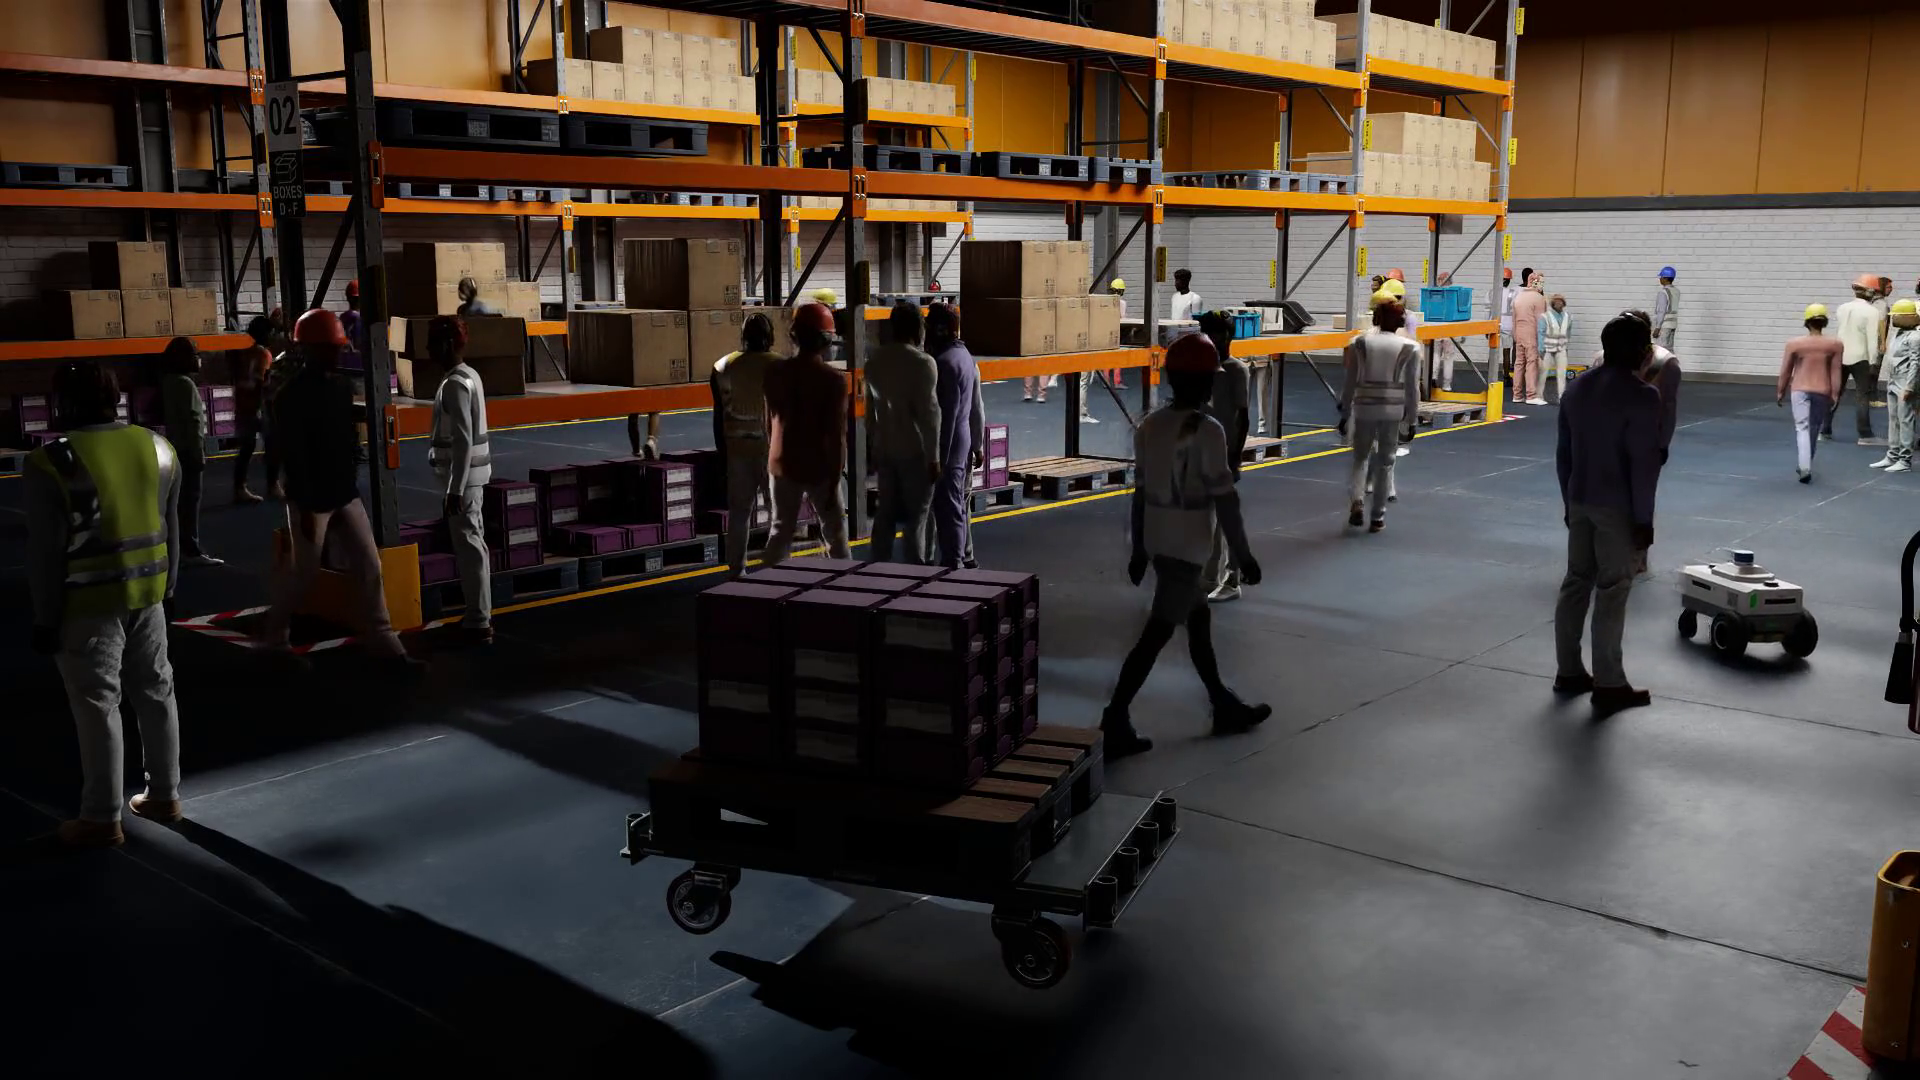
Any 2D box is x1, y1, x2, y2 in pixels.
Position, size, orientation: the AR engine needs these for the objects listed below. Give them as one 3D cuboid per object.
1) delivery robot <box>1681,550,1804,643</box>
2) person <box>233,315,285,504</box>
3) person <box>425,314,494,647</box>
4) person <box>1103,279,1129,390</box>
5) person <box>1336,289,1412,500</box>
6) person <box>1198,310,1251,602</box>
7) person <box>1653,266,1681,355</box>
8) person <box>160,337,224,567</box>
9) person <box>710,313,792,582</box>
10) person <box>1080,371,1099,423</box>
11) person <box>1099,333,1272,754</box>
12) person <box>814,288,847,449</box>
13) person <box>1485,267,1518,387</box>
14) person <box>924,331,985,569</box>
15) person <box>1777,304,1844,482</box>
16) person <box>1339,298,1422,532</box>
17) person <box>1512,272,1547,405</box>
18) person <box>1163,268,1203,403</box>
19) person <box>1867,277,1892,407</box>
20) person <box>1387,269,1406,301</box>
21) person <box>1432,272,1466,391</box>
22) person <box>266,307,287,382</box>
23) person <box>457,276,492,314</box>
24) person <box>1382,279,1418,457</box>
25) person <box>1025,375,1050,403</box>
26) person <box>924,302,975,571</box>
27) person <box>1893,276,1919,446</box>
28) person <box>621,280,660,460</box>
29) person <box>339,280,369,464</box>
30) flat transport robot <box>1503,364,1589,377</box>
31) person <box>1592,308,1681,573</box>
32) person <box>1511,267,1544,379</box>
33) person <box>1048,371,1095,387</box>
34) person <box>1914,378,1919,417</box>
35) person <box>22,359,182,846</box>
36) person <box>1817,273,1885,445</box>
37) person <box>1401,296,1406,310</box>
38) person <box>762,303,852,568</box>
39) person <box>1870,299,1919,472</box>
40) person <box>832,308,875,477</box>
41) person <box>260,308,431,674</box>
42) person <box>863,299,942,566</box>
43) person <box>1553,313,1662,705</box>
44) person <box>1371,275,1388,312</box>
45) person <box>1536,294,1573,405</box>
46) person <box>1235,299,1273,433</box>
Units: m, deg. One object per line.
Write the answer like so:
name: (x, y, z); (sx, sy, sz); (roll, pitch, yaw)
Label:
delivery robot: (4.391, 0.301, 9.353); (0.477, 0.478, 0.707); (-2, 10, -8)
person: (-6.224, -1.148, 14.719); (0.552, 1.647, 0.604); (10, 14, 43)
person: (-2.842, -0.334, 9.459); (0.339, 1.879, 0.584); (-2, 10, -11)
person: (2.501, -3.285, 26.591); (0.320, 1.767, 0.534); (-7, 12, -36)
person: (3.762, -1.314, 15.029); (0.591, 1.891, 0.856); (-5, 11, -25)
person: (1.648, -0.534, 10.655); (0.327, 1.865, 0.517); (-4, 11, -22)
person: (11.668, -3.540, 27.518); (0.380, 1.951, 0.605); (10, 14, 44)
person: (-5.490, -0.626, 11.830); (0.270, 1.630, 0.507); (-9, 13, -41)
person: (-1.327, -0.580, 11.022); (0.622, 1.835, 0.430); (2, 10, 10)
person: (1.649, -2.329, 21.523); (0.278, 1.634, 0.498); (-1, 10, -4)
person: (1.007, 0.016, 7.494); (1.016, 1.885, 0.555); (-4, 11, -24)
person: (-1.457, -1.891, 18.526); (0.488, 1.815, 0.596); (-8, 13, -38)
person: (8.821, -3.456, 27.077); (0.542, 1.939, 0.368); (7, 12, 36)
person: (-0.110, -0.675, 11.538); (0.589, 1.834, 0.403); (2, 10, 13)
person: (8.265, -1.429, 16.182); (0.533, 1.718, 0.954); (3, 10, 17)
person: (3.345, -0.990, 13.252); (0.619, 1.862, 0.463); (4, 11, 22)
person: (8.271, -2.910, 24.072); (0.401, 1.904, 0.640); (-3, 10, -17)
person: (3.234, -2.934, 24.036); (0.372, 1.961, 0.601); (-6, 12, -32)
person: (13.046, -2.812, 23.674); (0.334, 1.845, 0.513); (1, 10, 5)
person: (6.687, -3.230, 25.822); (0.385, 1.928, 0.547); (-3, 10, -16)
person: (7.654, -3.284, 26.244); (0.684, 1.881, 0.422); (5, 11, 24)
person: (-7.277, -1.688, 17.903); (0.494, 1.625, 0.283); (6, 12, 32)
person: (-5.701, -2.118, 19.495); (0.638, 1.922, 0.442); (8, 13, 39)
person: (4.691, -1.866, 18.076); (0.394, 1.919, 0.589); (-5, 11, -27)
person: (1.198, -2.948, 24.414); (0.678, 1.855, 0.702); (-1, 10, -6)
person: (-0.119, -0.583, 10.810); (0.409, 1.908, 0.642); (1, 10, 6)
person: (10.680, -1.980, 18.436); (0.645, 2.017, 0.642); (4, 11, 21)
person: (-3.200, -1.667, 16.637); (0.626, 2.022, 0.809); (-2, 10, -12)
person: (-6.306, -1.760, 17.475); (0.396, 1.925, 0.546); (-8, 13, -38)
flat transport robot: (10.217, -2.941, 28.888); (1.431, 0.197, 0.652); (2, 10, 11)
person: (4.663, -0.698, 11.647); (0.631, 1.842, 0.429); (10, 14, 43)
person: (9.726, -3.720, 28.628); (0.593, 1.922, 0.391); (5, 11, 29)
person: (1.802, -3.405, 27.126); (0.815, 1.837, 0.528); (-7, 12, -36)
person: (10.883, -1.919, 18.675); (0.610, 1.813, 0.611); (-7, 12, -36)
person: (-3.259, 0.236, 6.333); (0.429, 1.844, 0.625); (4, 11, 24)
person: (10.380, -2.100, 19.267); (0.419, 1.984, 0.625); (-3, 10, -16)
person: (8.063, -3.998, 31.025); (0.511, 1.637, 0.307); (-1, 10, -5)
person: (-0.890, -0.426, 9.822); (0.630, 1.925, 1.065); (5, 11, 25)
person: (9.510, -1.559, 16.838); (0.312, 1.741, 0.487); (1, 10, 7)
person: (-1.067, -1.444, 16.454); (0.474, 1.637, 0.559); (-2, 10, -10)
person: (-3.343, -0.232, 8.730); (0.947, 1.956, 0.628); (3, 10, 17)
person: (-0.347, -0.545, 10.506); (0.357, 1.937, 0.635); (-9, 14, -43)
person: (3.218, -0.153, 8.275); (0.366, 1.936, 0.630); (-3, 11, -19)
person: (5.970, -2.827, 23.695); (0.334, 1.870, 0.517); (-3, 10, -16)
person: (8.479, -2.695, 23.701); (0.537, 1.598, 0.844); (-1, 10, -7)
person: (3.608, -2.122, 20.329); (0.515, 1.641, 0.314); (5, 11, 27)
